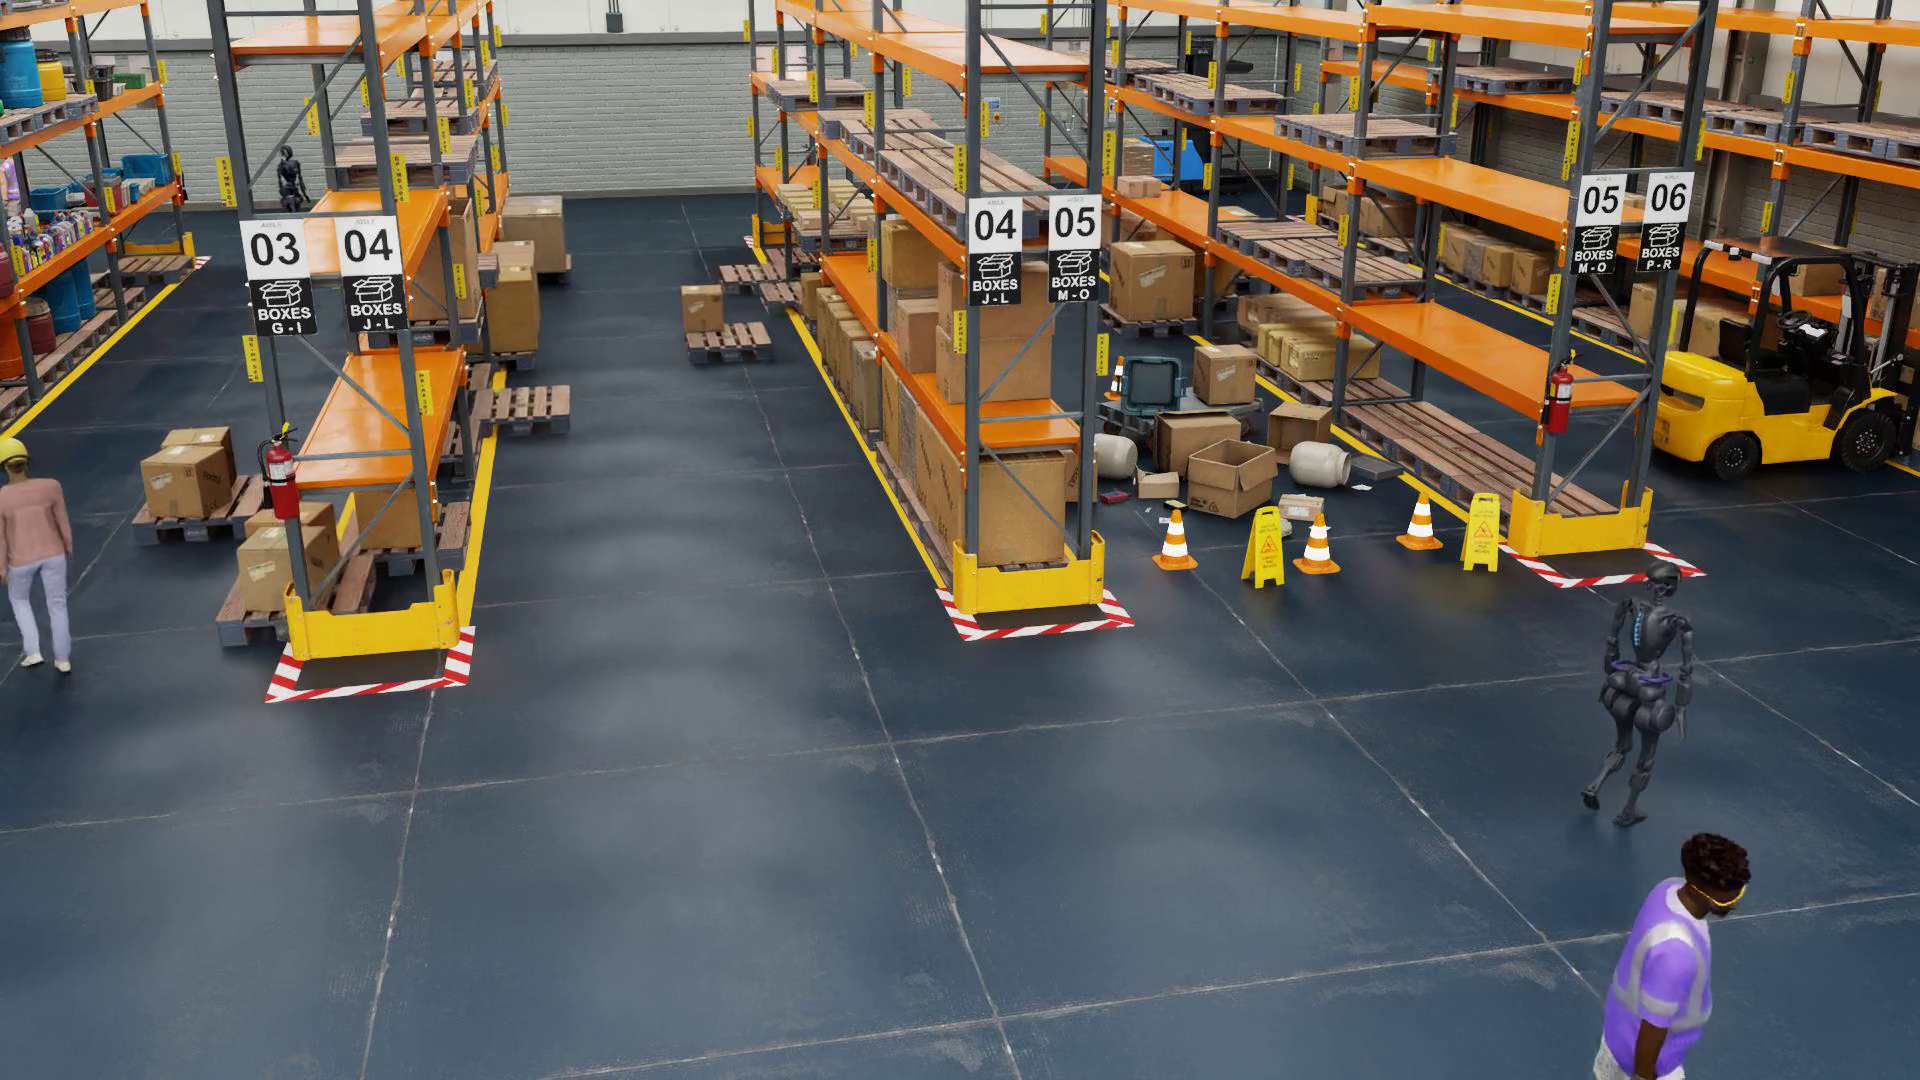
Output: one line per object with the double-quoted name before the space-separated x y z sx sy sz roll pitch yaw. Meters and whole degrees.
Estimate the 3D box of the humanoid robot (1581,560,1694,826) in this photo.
"humanoid robot" 3.973 0.909 9.730 0.386 1.642 0.612 -12 24 -29

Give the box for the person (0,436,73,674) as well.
"person" -6.560 0.109 11.778 0.534 1.751 0.479 -16 25 -36

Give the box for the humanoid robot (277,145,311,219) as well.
"humanoid robot" -11.022 -5.715 27.587 0.632 1.642 0.592 7 21 17

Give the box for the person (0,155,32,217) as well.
"person" -15.361 -5.557 27.132 0.350 1.688 0.488 11 23 27

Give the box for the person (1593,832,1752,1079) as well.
"person" 2.761 1.973 6.519 0.661 1.923 0.688 7 21 17

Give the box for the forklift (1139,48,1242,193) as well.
"forklift" 4.566 -8.313 32.860 1.873 2.768 1.129 -4 21 -12

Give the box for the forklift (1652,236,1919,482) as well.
"forklift" 8.013 -1.814 16.330 2.313 2.155 1.214 -4 21 -12
